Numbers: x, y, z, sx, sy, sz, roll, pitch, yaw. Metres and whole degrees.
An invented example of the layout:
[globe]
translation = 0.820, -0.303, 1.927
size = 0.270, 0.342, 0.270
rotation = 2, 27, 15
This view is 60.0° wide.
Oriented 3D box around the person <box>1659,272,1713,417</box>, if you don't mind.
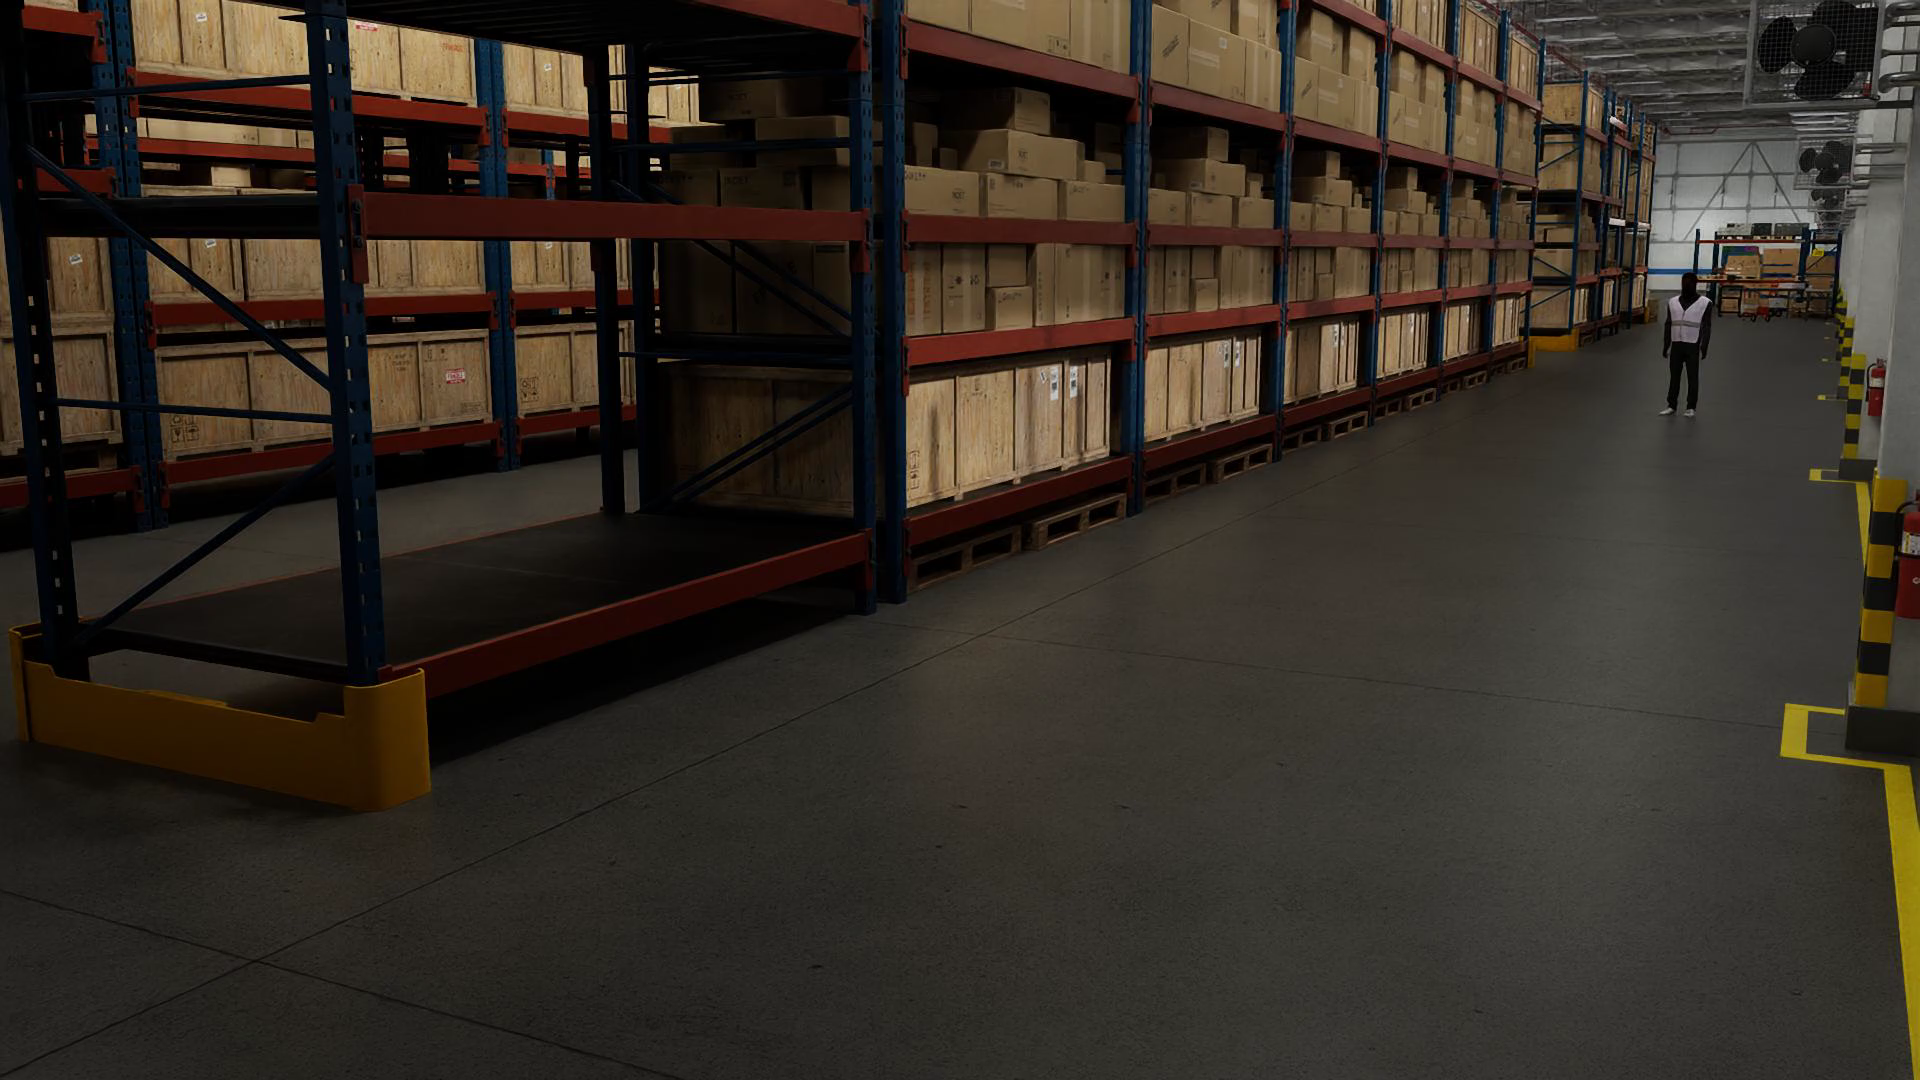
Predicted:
[person]
translation = 9.693, -2.603, 22.200
size = 0.376, 1.917, 0.599
rotation = -9, 13, -43
